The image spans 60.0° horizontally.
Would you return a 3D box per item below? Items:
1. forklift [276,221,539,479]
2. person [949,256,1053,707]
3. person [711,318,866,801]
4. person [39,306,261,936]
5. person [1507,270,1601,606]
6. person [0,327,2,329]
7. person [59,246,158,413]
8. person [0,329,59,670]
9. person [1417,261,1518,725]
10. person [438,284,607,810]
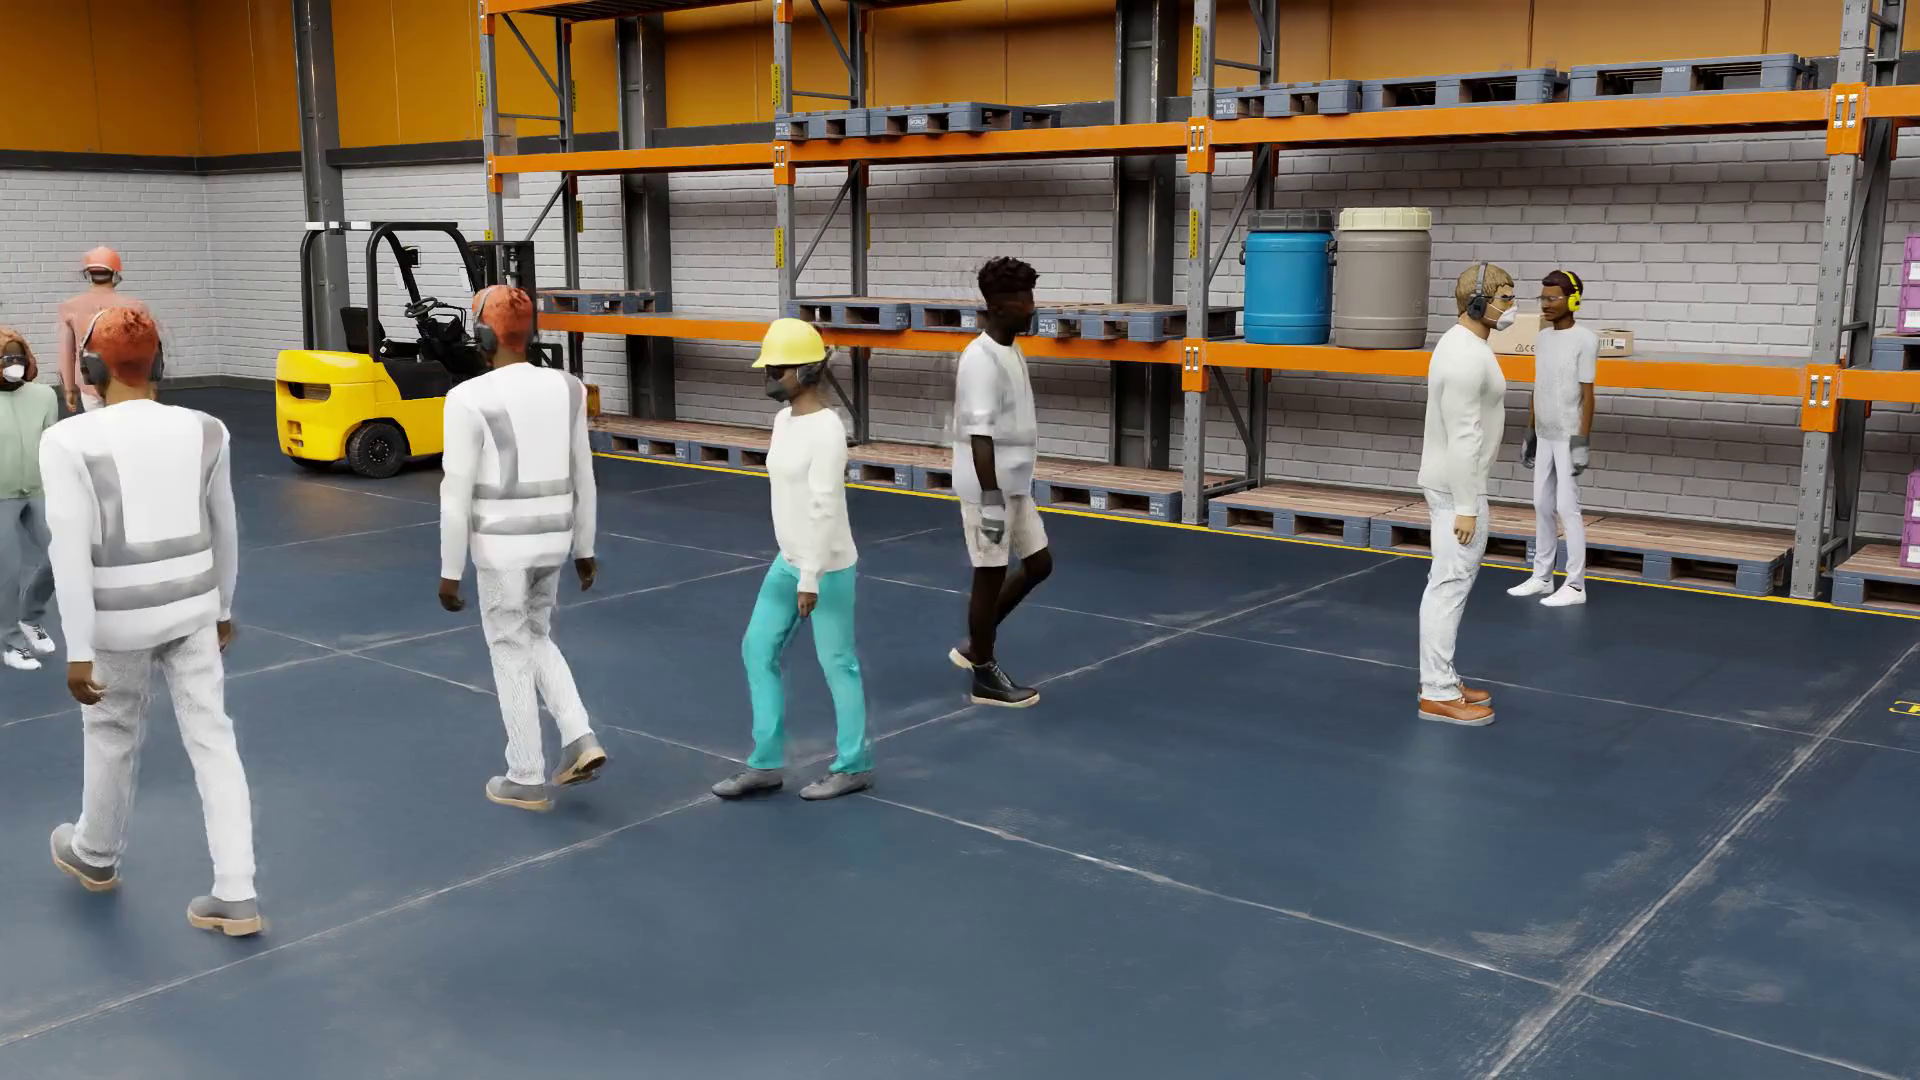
[{"bbox_3d":[-4.922,-1.741,14.854,1.214,2.155,2.313,8,13,38],"label":"forklift"},{"bbox_3d":[0.185,-0.234,7.164,0.418,1.952,0.641,3,11,17],"label":"person"},{"bbox_3d":[-0.629,0.097,5.885,0.685,1.739,0.553,-6,12,-29],"label":"person"},{"bbox_3d":[-2.423,0.231,4.950,0.984,1.829,0.603,7,13,36],"label":"person"},{"bbox_3d":[3.327,-0.562,9.266,0.320,1.860,0.505,-3,11,-17],"label":"person"},{"bbox_3d":[-7.361,-1.102,12.715,0.615,1.678,0.534,0,10,-2],"label":"person"},{"bbox_3d":[-6.105,-1.104,11.916,0.619,1.982,0.597,-2,10,-10],"label":"person"},{"bbox_3d":[-4.431,-0.185,7.831,0.346,1.615,0.551,6,12,29],"label":"person"},{"bbox_3d":[2.112,-0.193,7.004,0.361,1.935,0.627,3,11,15],"label":"person"},{"bbox_3d":[-1.546,0.045,5.843,0.442,1.870,0.598,7,12,35],"label":"person"}]
